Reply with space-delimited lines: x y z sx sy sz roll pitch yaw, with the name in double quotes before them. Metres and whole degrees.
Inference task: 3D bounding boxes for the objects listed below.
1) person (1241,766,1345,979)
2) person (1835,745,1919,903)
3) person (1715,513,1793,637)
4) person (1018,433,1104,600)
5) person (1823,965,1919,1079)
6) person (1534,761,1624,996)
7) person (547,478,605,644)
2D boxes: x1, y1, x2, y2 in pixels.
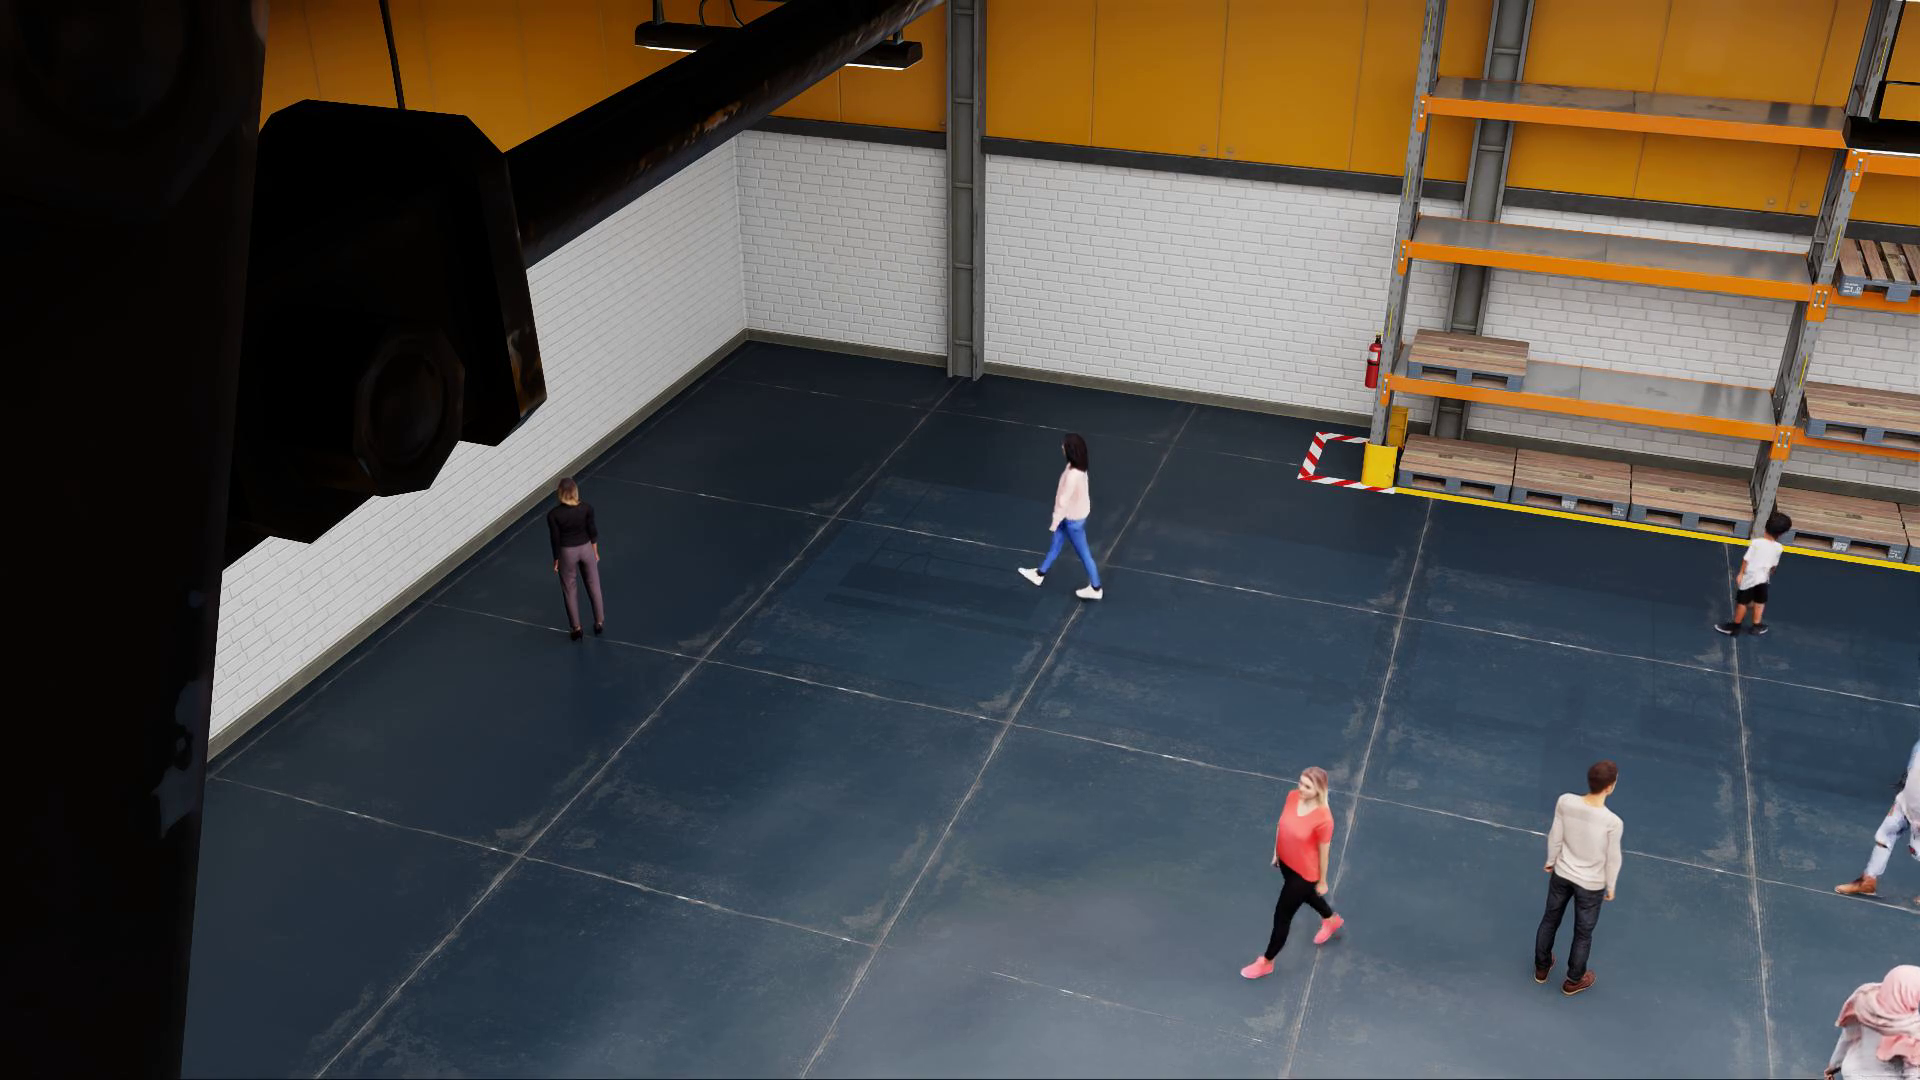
"person" 2.435 2.261 11.553 1.165 1.656 1.118 -13 31 -23
"person" 7.053 1.915 12.018 1.136 1.820 0.887 1 29 3
"person" 7.407 0.332 15.523 0.560 1.241 0.758 -9 30 -16
"person" 1.181 -0.177 15.954 1.102 1.723 0.705 8 30 15
"person" 5.221 3.204 9.694 1.048 1.782 0.941 -8 30 -14
"person" 4.199 2.289 11.288 0.654 1.862 0.794 25 37 37
"person" -3.536 0.183 15.348 0.677 1.671 0.728 -14 32 -24
